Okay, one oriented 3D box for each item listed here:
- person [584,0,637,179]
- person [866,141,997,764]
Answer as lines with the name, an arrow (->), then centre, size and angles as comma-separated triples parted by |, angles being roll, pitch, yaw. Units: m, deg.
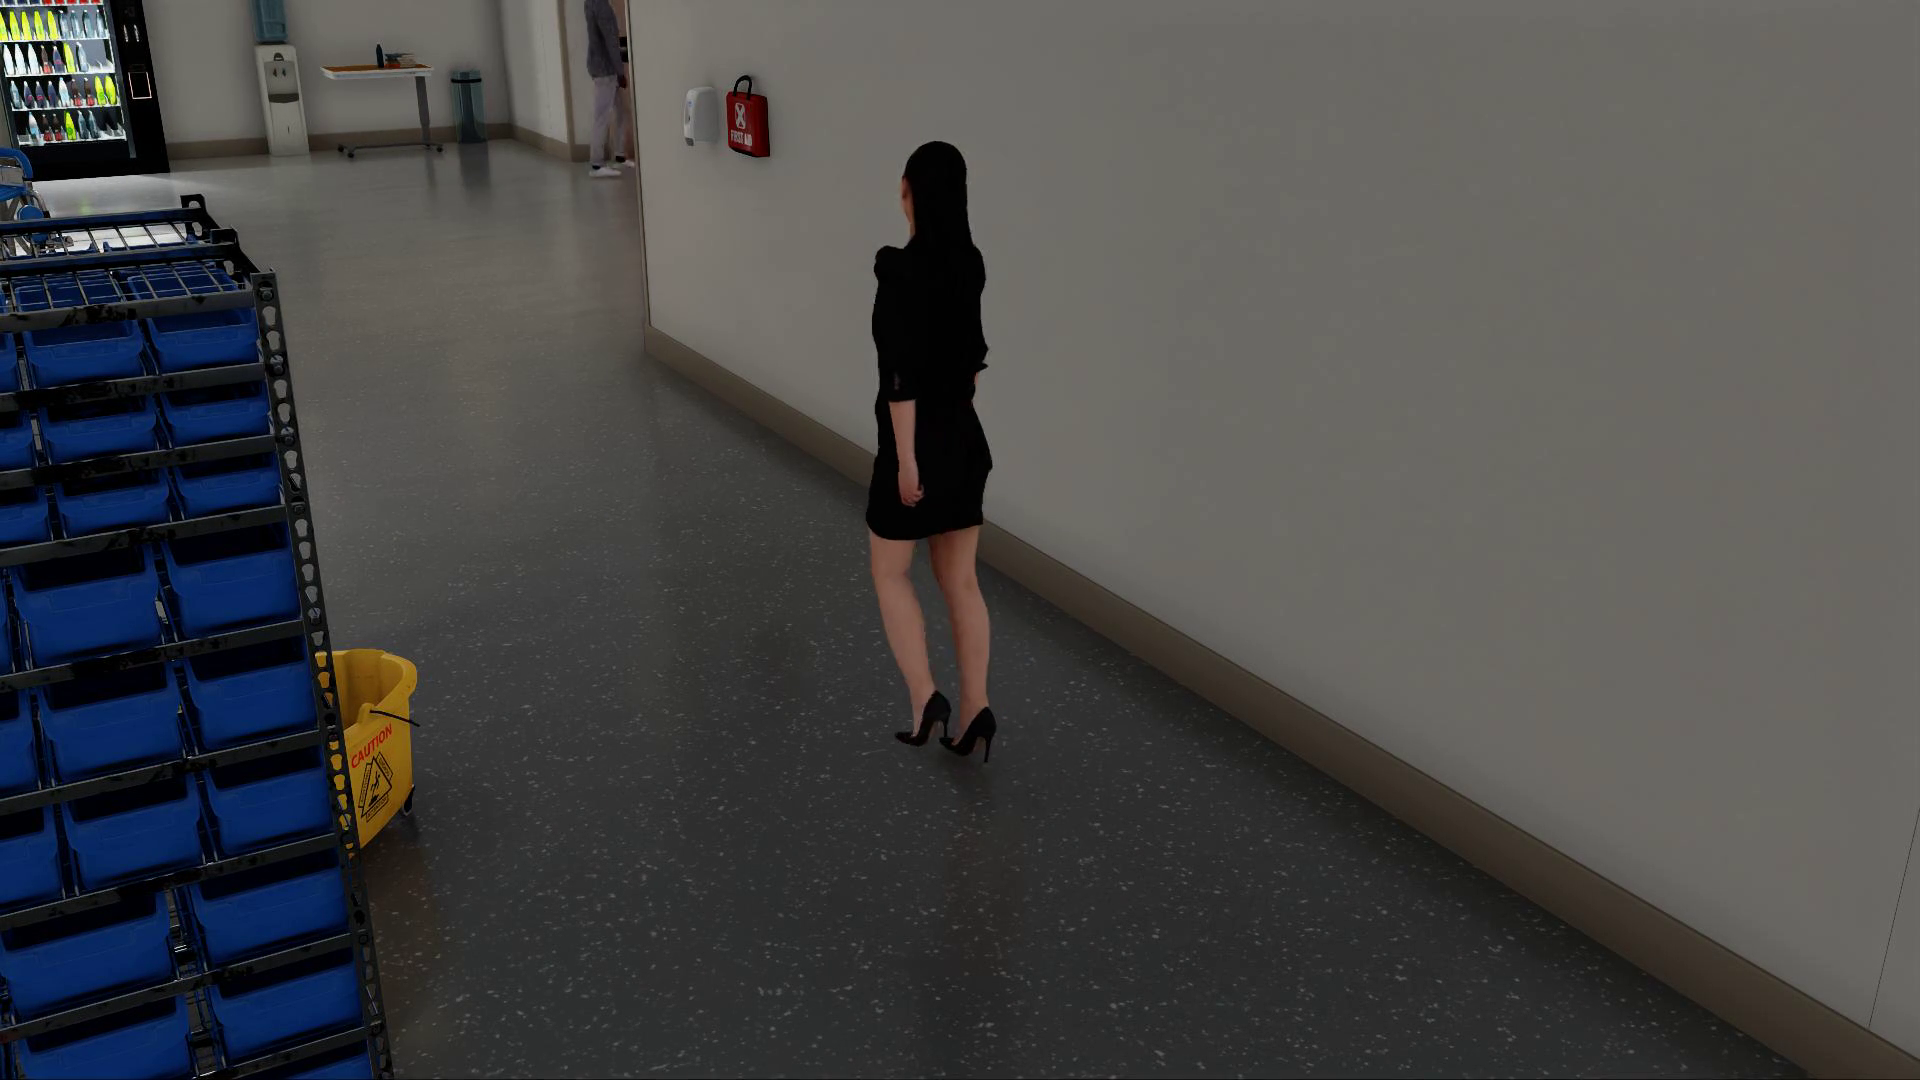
person -> -3.213, -4.104, 14.592 | 0.810, 1.821, 0.797 | -7, 22, -18
person -> -0.031, -0.179, 4.453 | 0.761, 1.663, 0.675 | 12, 24, 30
